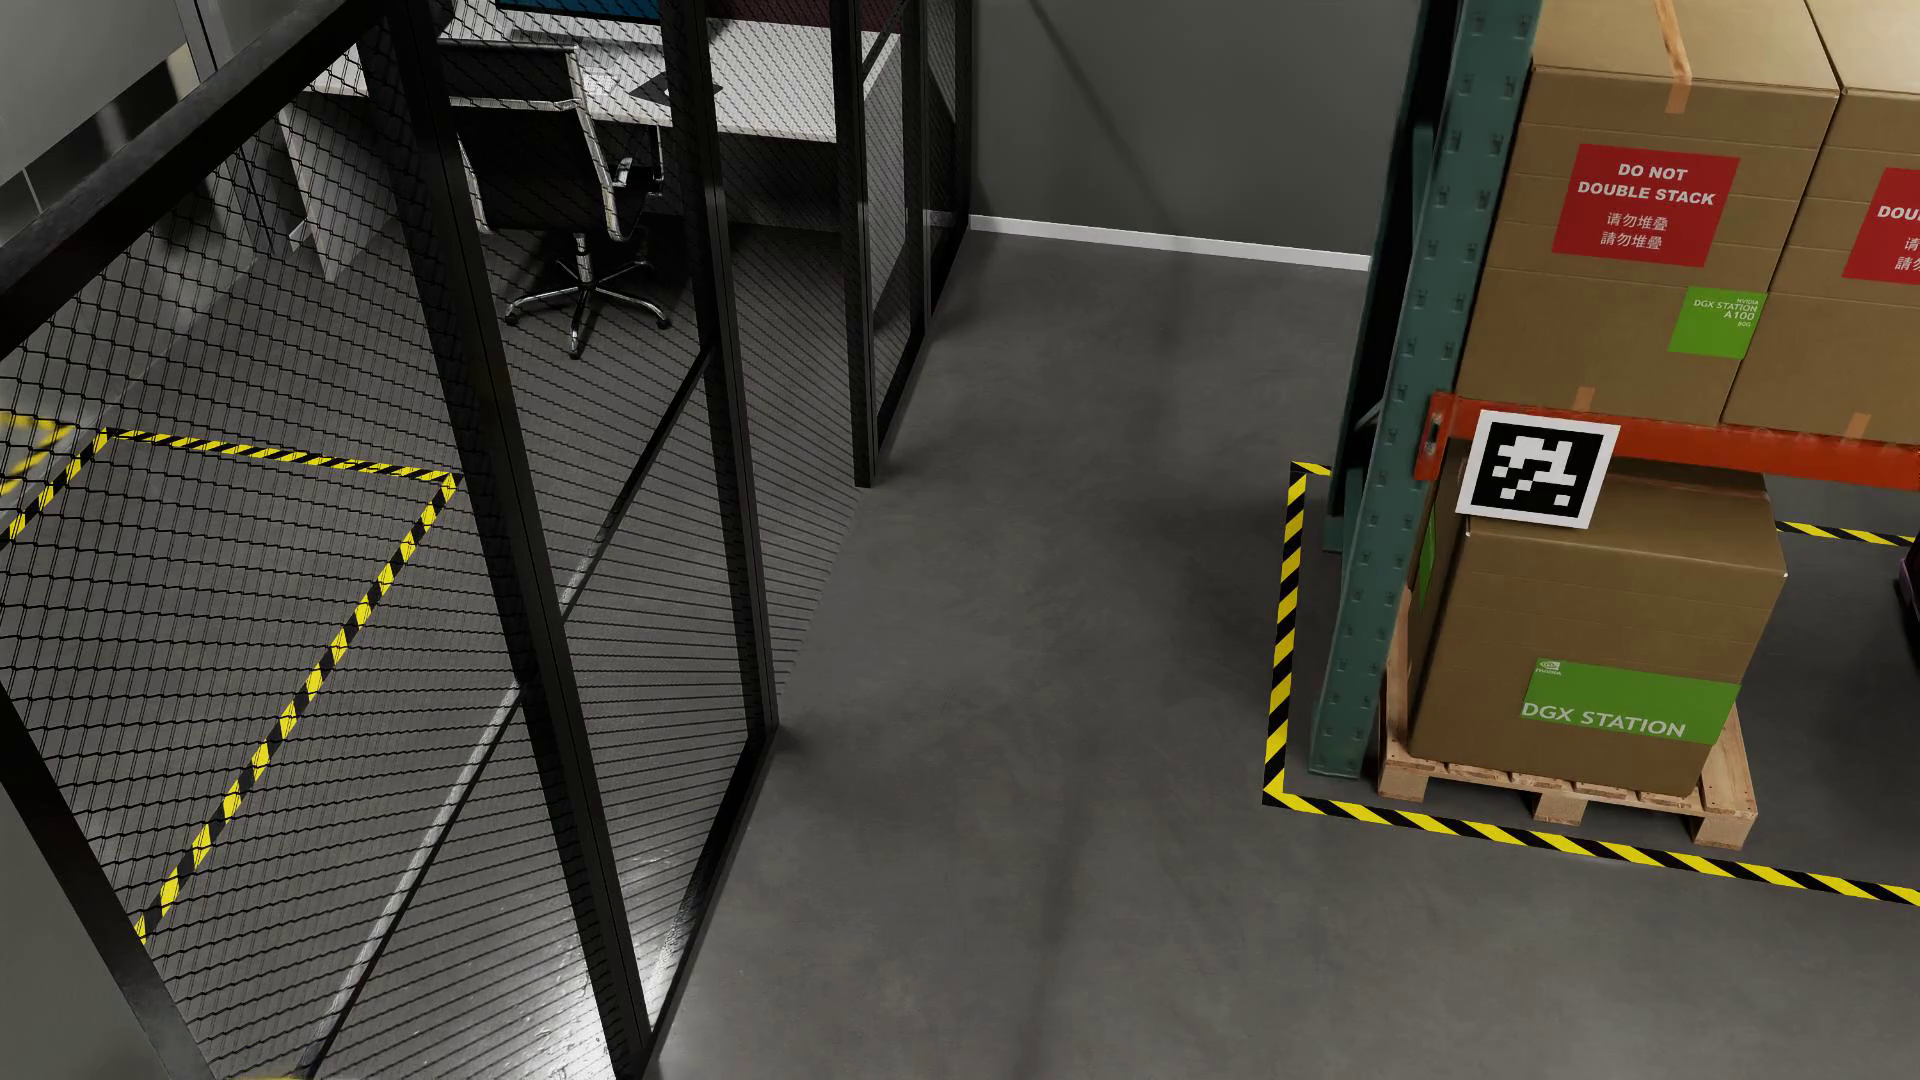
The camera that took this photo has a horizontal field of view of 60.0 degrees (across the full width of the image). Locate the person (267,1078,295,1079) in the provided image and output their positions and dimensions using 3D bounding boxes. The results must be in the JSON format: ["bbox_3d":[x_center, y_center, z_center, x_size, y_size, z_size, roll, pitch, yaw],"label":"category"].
[{"bbox_3d":[-0.676,1.235,2.155,0.601,1.830,0.403,13,43,14],"label":"person"}]
